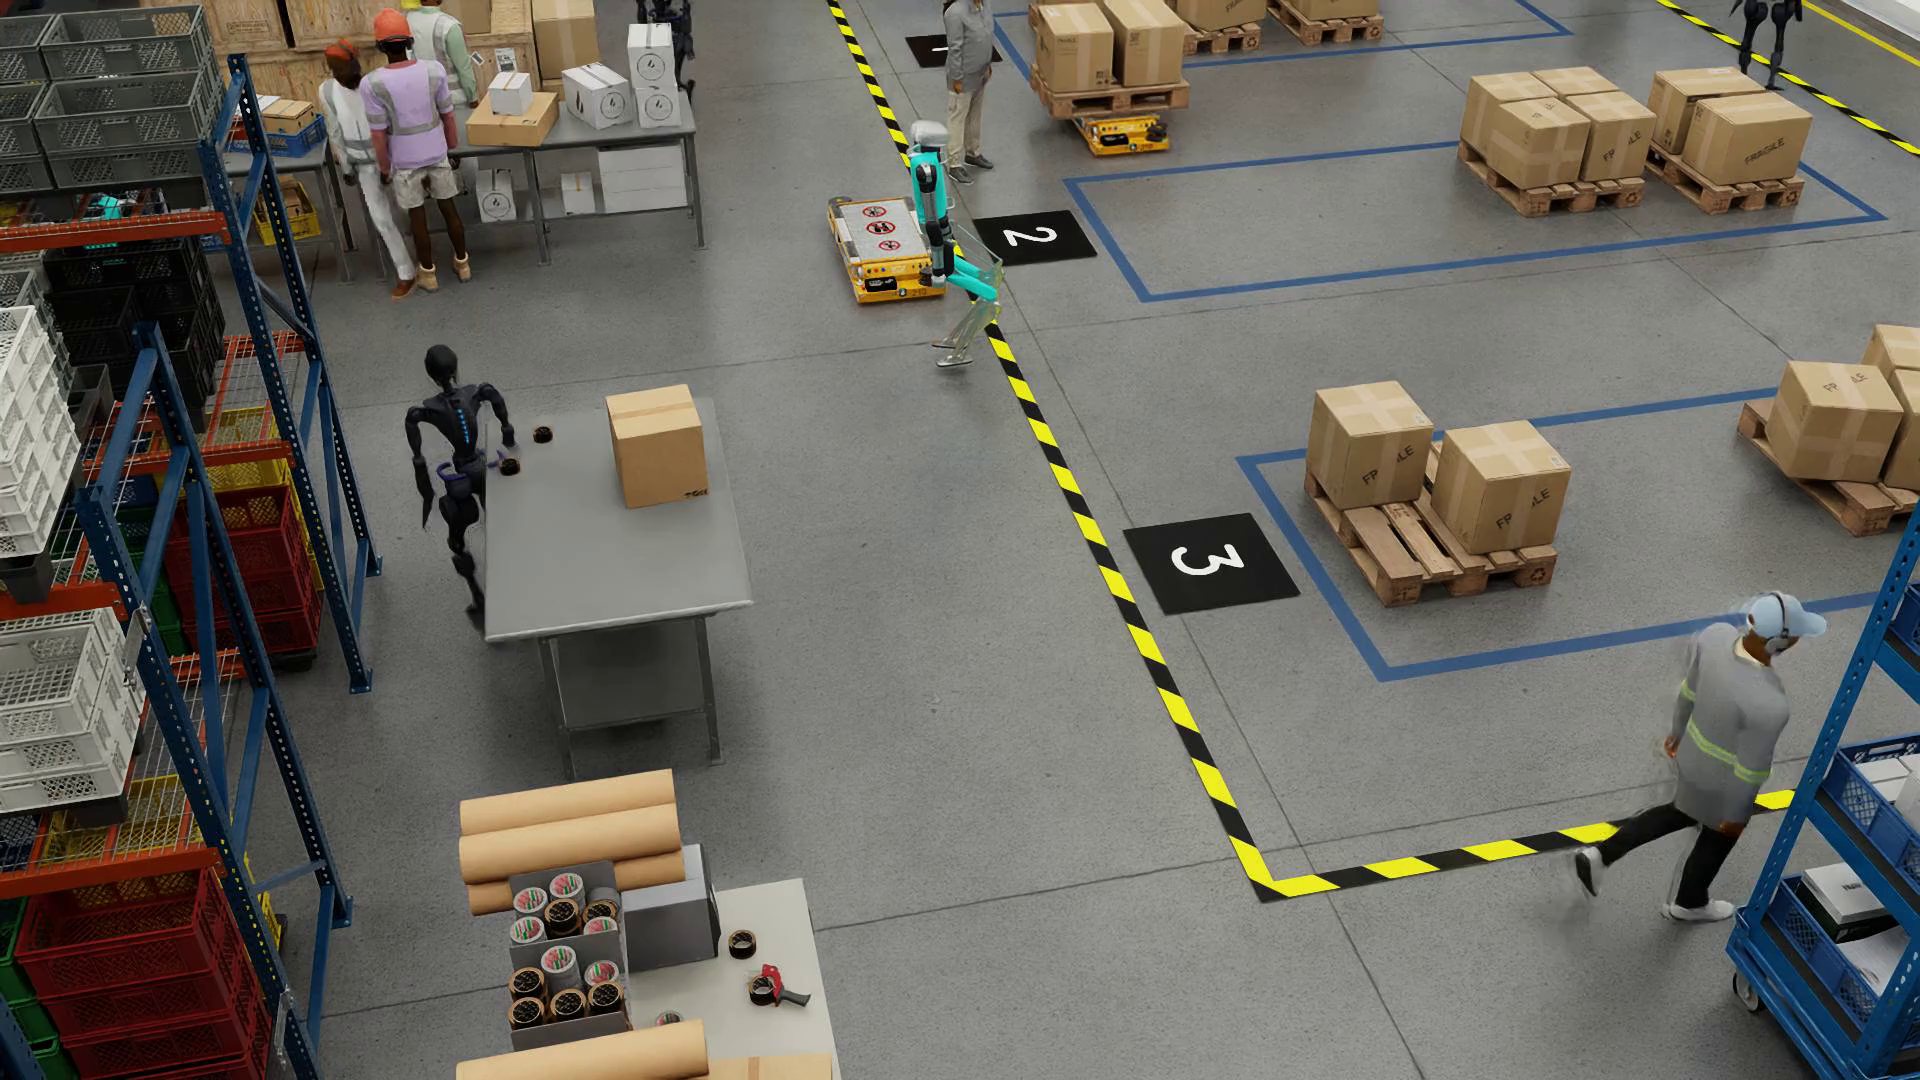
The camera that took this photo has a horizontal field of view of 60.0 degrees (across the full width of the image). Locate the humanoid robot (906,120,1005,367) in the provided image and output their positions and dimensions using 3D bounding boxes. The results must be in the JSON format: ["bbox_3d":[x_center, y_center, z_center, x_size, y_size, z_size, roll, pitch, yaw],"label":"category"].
[{"bbox_3d":[0.032,-1.913,10.785,0.735,1.674,0.533,-2,37,-2],"label":"humanoid robot"}]

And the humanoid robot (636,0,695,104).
[{"bbox_3d":[-2.458,-4.389,14.283,0.586,1.642,0.597,18,40,23],"label":"humanoid robot"}]

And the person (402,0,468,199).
[{"bbox_3d":[-4.069,-3.468,12.907,0.587,1.828,0.403,7,37,9],"label":"person"}]

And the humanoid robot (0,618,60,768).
[{"bbox_3d":[-4.377,0.448,7.608,0.735,1.677,0.533,-3,37,-3],"label":"humanoid robot"}]

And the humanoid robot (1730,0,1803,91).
[{"bbox_3d":[7.258,-4.817,14.853,0.611,1.645,0.469,6,37,9],"label":"humanoid robot"}]

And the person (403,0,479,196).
[{"bbox_3d":[-3.926,-3.435,12.768,0.601,1.944,0.388,20,41,24],"label":"person"}]

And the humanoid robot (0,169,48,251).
[{"bbox_3d":[-6.077,-1.993,11.061,0.502,1.643,0.594,-24,43,-29],"label":"humanoid robot"}]

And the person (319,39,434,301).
[{"bbox_3d":[-4.088,-2.710,11.875,0.689,1.842,0.794,4,37,5],"label":"person"}]

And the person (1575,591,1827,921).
[{"bbox_3d":[3.117,0.947,6.971,0.673,1.833,0.595,-2,37,-3],"label":"person"}]

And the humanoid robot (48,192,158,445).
[{"bbox_3d":[-5.082,-1.313,10.006,0.532,1.692,0.730,-5,37,-6],"label":"humanoid robot"}]

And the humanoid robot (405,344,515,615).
[{"bbox_3d":[-2.553,-0.281,8.745,0.587,1.645,0.360,-22,42,-27],"label":"humanoid robot"}]

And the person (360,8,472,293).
[{"bbox_3d":[-3.832,-2.728,11.737,0.606,2.044,0.372,-23,42,-27],"label":"person"}]

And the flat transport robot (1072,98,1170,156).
[{"bbox_3d":[1.307,-3.771,14.599,0.652,0.197,1.431,-8,37,-10],"label":"flat transport robot"}]

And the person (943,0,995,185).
[{"bbox_3d":[0.062,-3.780,13.376,0.399,1.769,0.560,20,41,24],"label":"person"}]

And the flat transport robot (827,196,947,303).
[{"bbox_3d":[-0.570,-2.220,12.538,0.659,0.231,1.431,-8,37,-10],"label":"flat transport robot"}]
